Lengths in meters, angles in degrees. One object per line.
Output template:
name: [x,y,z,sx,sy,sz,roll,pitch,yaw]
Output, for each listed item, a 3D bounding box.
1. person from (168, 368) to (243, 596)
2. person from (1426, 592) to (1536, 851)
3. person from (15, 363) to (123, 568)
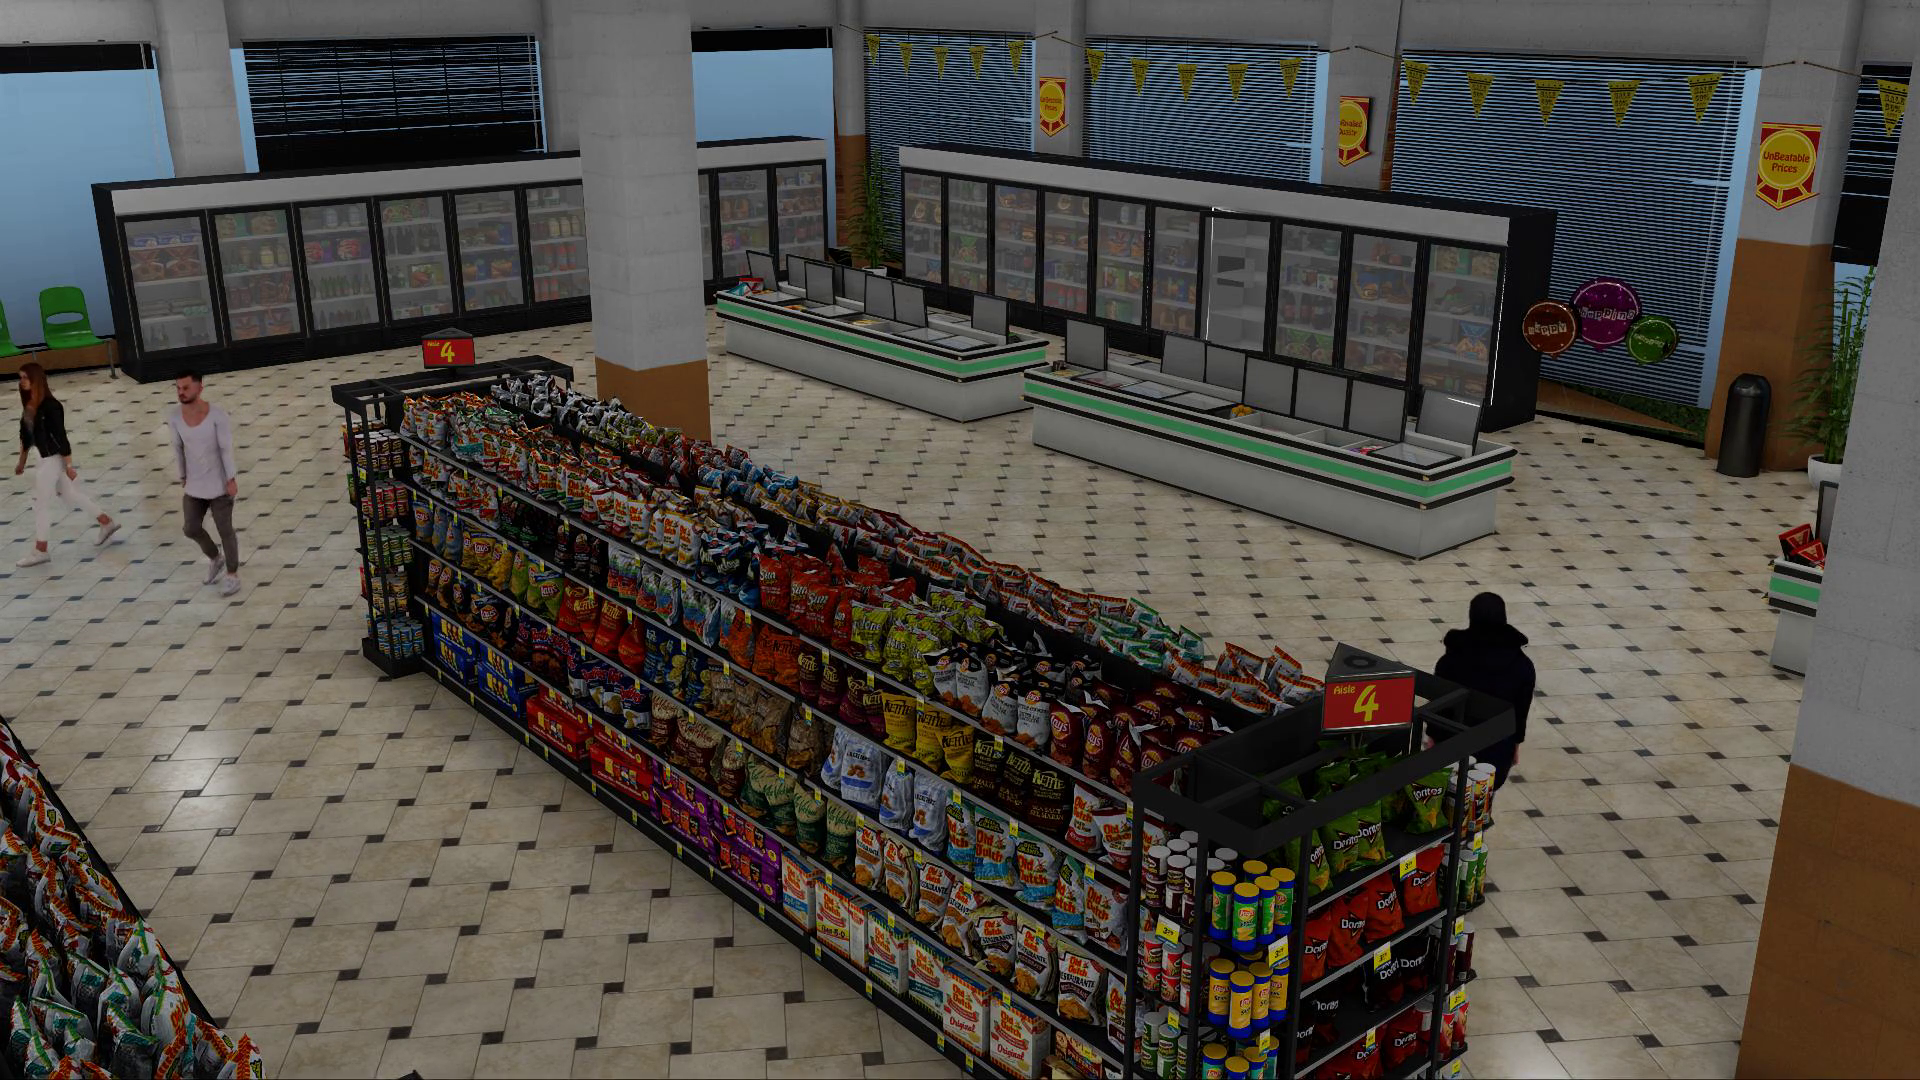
person: [-5.853,-0.487,13.059,0.818,1.830,0.874,1,19,3]
person: [2.684,1.083,8.663,0.973,1.664,1.024,2,19,7]
person: [-7.464,-0.655,13.815,1.112,1.666,0.781,16,24,39]
